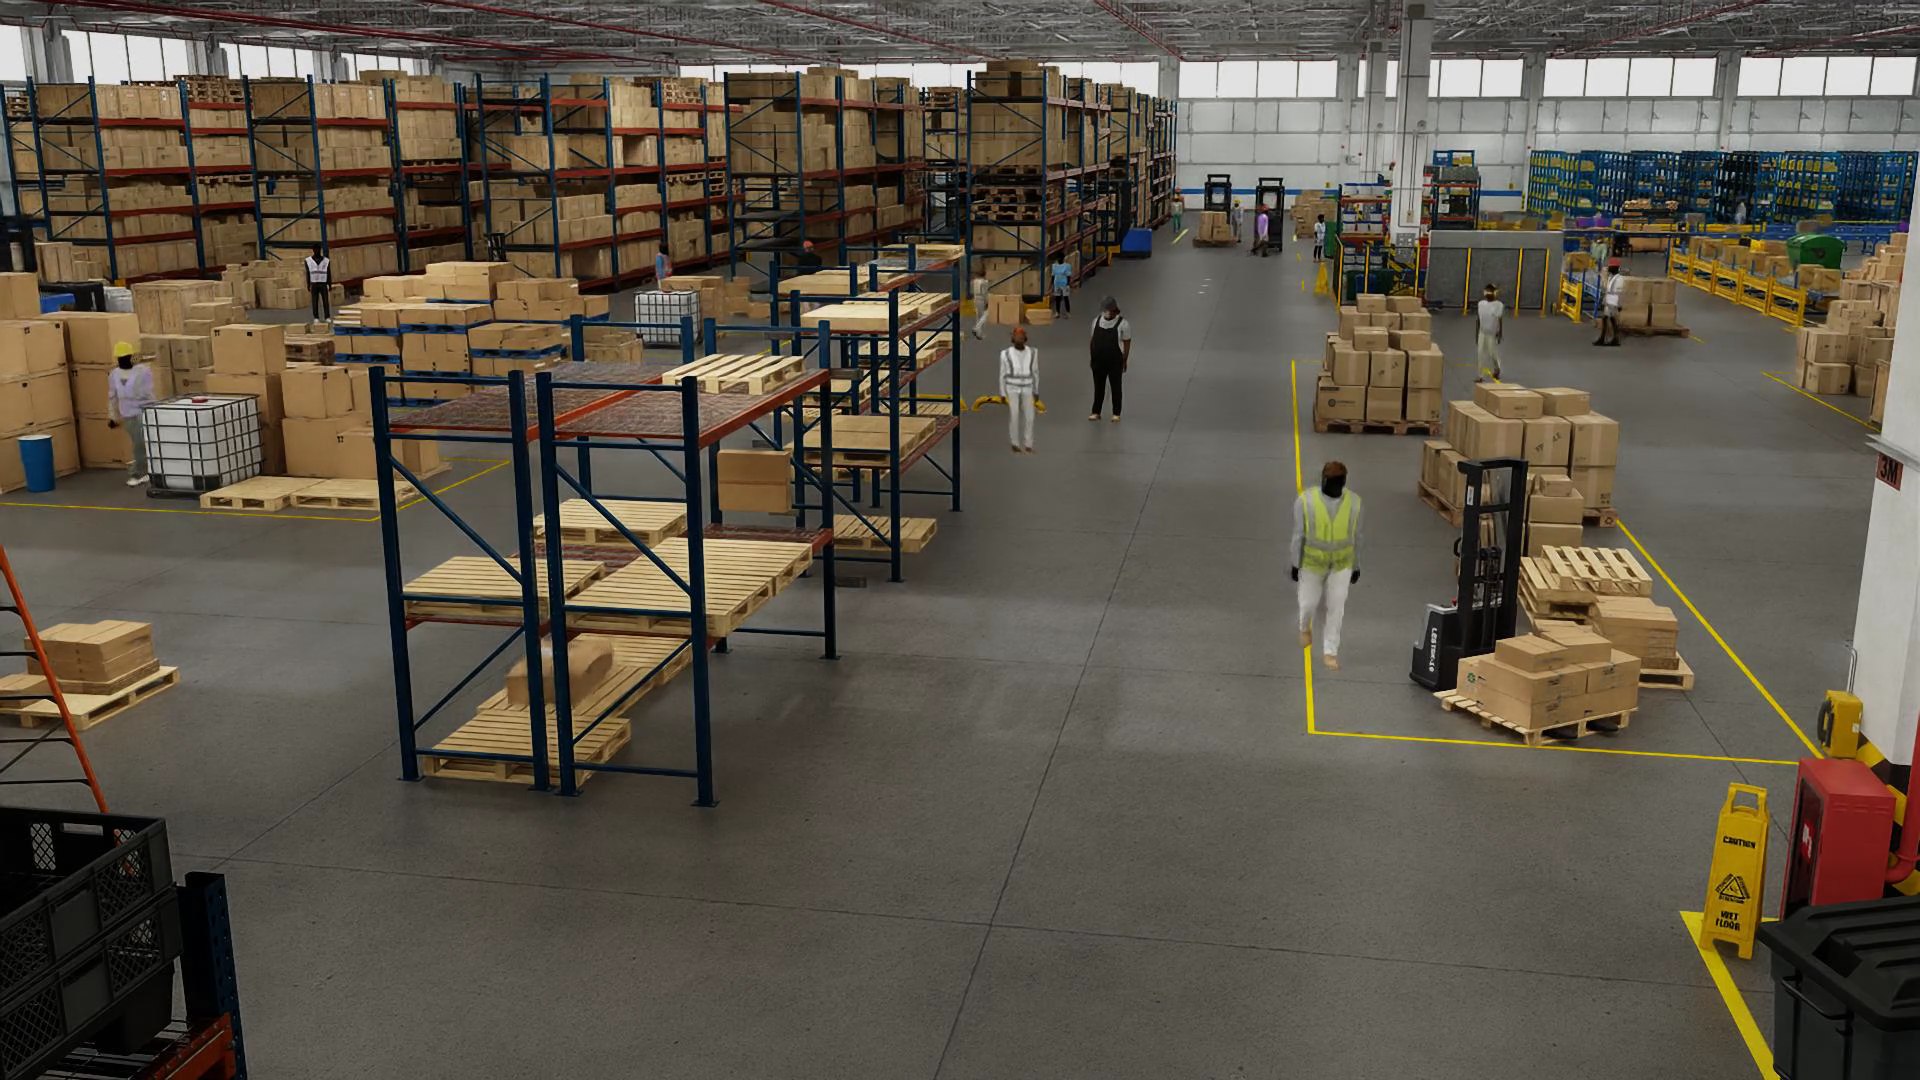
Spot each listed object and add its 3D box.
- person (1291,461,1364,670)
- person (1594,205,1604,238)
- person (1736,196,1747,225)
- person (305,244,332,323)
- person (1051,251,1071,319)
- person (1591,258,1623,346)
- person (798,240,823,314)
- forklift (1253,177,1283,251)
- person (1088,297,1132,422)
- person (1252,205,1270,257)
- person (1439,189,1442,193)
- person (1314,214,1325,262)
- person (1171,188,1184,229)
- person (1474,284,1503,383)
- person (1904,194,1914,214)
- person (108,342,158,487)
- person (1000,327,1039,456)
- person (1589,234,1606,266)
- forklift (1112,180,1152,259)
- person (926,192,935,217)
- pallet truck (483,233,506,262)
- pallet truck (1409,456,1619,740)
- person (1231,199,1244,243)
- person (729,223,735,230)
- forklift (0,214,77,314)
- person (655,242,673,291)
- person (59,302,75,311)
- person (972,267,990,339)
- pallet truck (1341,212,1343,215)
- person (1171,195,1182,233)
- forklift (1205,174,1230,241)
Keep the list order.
[{"bbox_3d":[3.216,0.190,14.590,0.643,1.827,0.627,1,14,2],"label":"person"},{"bbox_3d":[25.118,-12.330,65.632,0.867,1.729,0.523,0,14,-2],"label":"person"},{"bbox_3d":[33.083,-13.616,70.465,0.602,1.917,0.713,6,15,24],"label":"person"},{"bbox_3d":[-15.665,-6.270,40.663,0.587,1.911,0.397,-7,15,-26],"label":"person"},{"bbox_3d":[2.513,-6.347,41.447,0.546,1.685,0.324,8,16,30],"label":"person"},{"bbox_3d":[14.065,-5.161,36.149,0.798,1.905,0.562,1,14,3],"label":"person"},{"bbox_3d":[-3.689,-6.375,40.963,0.636,1.980,0.434,-6,15,-22],"label":"person"},{"bbox_3d":[12.083,-12.747,64.956,1.129,2.768,1.873,3,14,10],"label":"forklift"},{"bbox_3d":[2.373,-2.911,26.749,0.673,2.000,0.536,7,15,26],"label":"person"},{"bbox_3d":[11.209,-11.432,61.609,0.561,1.922,0.545,-6,15,-24],"label":"person"},{"bbox_3d":[23.409,-16.263,81.422,0.601,1.826,0.404,-2,14,-9],"label":"person"},{"bbox_3d":[12.842,-10.767,59.353,0.531,1.697,0.320,-12,18,-39],"label":"person"},{"bbox_3d":[10.314,-15.674,78.751,0.622,1.956,0.981,3,14,12],"label":"person"},{"bbox_3d":[9.867,-3.860,31.003,0.517,1.853,0.694,12,18,40],"label":"person"},{"bbox_3d":[44.508,-15.438,78.028,0.389,1.837,0.563,-3,14,-10],"label":"person"},{"bbox_3d":[-10.955,-1.644,21.887,0.624,1.893,0.871,3,14,12],"label":"person"},{"bbox_3d":[0.884,-2.117,23.900,0.604,1.854,0.763,-3,14,-12],"label":"person"},{"bbox_3d":[19.154,-8.406,50.008,0.538,1.582,0.811,10,17,36],"label":"person"},{"bbox_3d":[6.082,-11.722,60.796,1.873,2.768,1.129,2,14,9],"label":"forklift"},{"bbox_3d":[-1.555,-17.381,85.745,0.566,1.922,0.601,3,14,10],"label":"person"},{"bbox_3d":[-11.832,-7.026,43.548,1.885,1.965,0.823,8,16,28],"label":"pallet truck"},{"bbox_3d":[4.504,0.400,13.395,0.823,1.965,1.885,-6,15,-23],"label":"pallet truck"},{"bbox_3d":[11.601,-13.369,69.673,0.404,1.826,0.591,-10,17,-36],"label":"person"},{"bbox_3d":[-8.923,-12.138,65.114,0.767,1.601,0.503,7,15,26],"label":"person"},{"bbox_3d":[-20.564,-5.716,36.413,1.873,2.768,1.129,3,14,10],"label":"forklift"},{"bbox_3d":[-7.513,-6.634,42.276,0.430,1.843,0.625,1,14,4],"label":"person"},{"bbox_3d":[-14.224,-2.847,26.703,0.373,1.940,0.628,-2,14,-8],"label":"person"},{"bbox_3d":[0.433,-5.298,37.307,0.432,1.626,0.519,-12,18,-40],"label":"person"},{"bbox_3d":[15.874,-13.227,70.310,0.680,1.201,1.601,10,17,35],"label":"pallet truck"},{"bbox_3d":[9.876,-14.864,75.874,0.524,1.757,0.378,3,14,12],"label":"person"},{"bbox_3d":[10.826,-13.942,69.808,1.129,2.768,1.873,3,14,10],"label":"forklift"}]
